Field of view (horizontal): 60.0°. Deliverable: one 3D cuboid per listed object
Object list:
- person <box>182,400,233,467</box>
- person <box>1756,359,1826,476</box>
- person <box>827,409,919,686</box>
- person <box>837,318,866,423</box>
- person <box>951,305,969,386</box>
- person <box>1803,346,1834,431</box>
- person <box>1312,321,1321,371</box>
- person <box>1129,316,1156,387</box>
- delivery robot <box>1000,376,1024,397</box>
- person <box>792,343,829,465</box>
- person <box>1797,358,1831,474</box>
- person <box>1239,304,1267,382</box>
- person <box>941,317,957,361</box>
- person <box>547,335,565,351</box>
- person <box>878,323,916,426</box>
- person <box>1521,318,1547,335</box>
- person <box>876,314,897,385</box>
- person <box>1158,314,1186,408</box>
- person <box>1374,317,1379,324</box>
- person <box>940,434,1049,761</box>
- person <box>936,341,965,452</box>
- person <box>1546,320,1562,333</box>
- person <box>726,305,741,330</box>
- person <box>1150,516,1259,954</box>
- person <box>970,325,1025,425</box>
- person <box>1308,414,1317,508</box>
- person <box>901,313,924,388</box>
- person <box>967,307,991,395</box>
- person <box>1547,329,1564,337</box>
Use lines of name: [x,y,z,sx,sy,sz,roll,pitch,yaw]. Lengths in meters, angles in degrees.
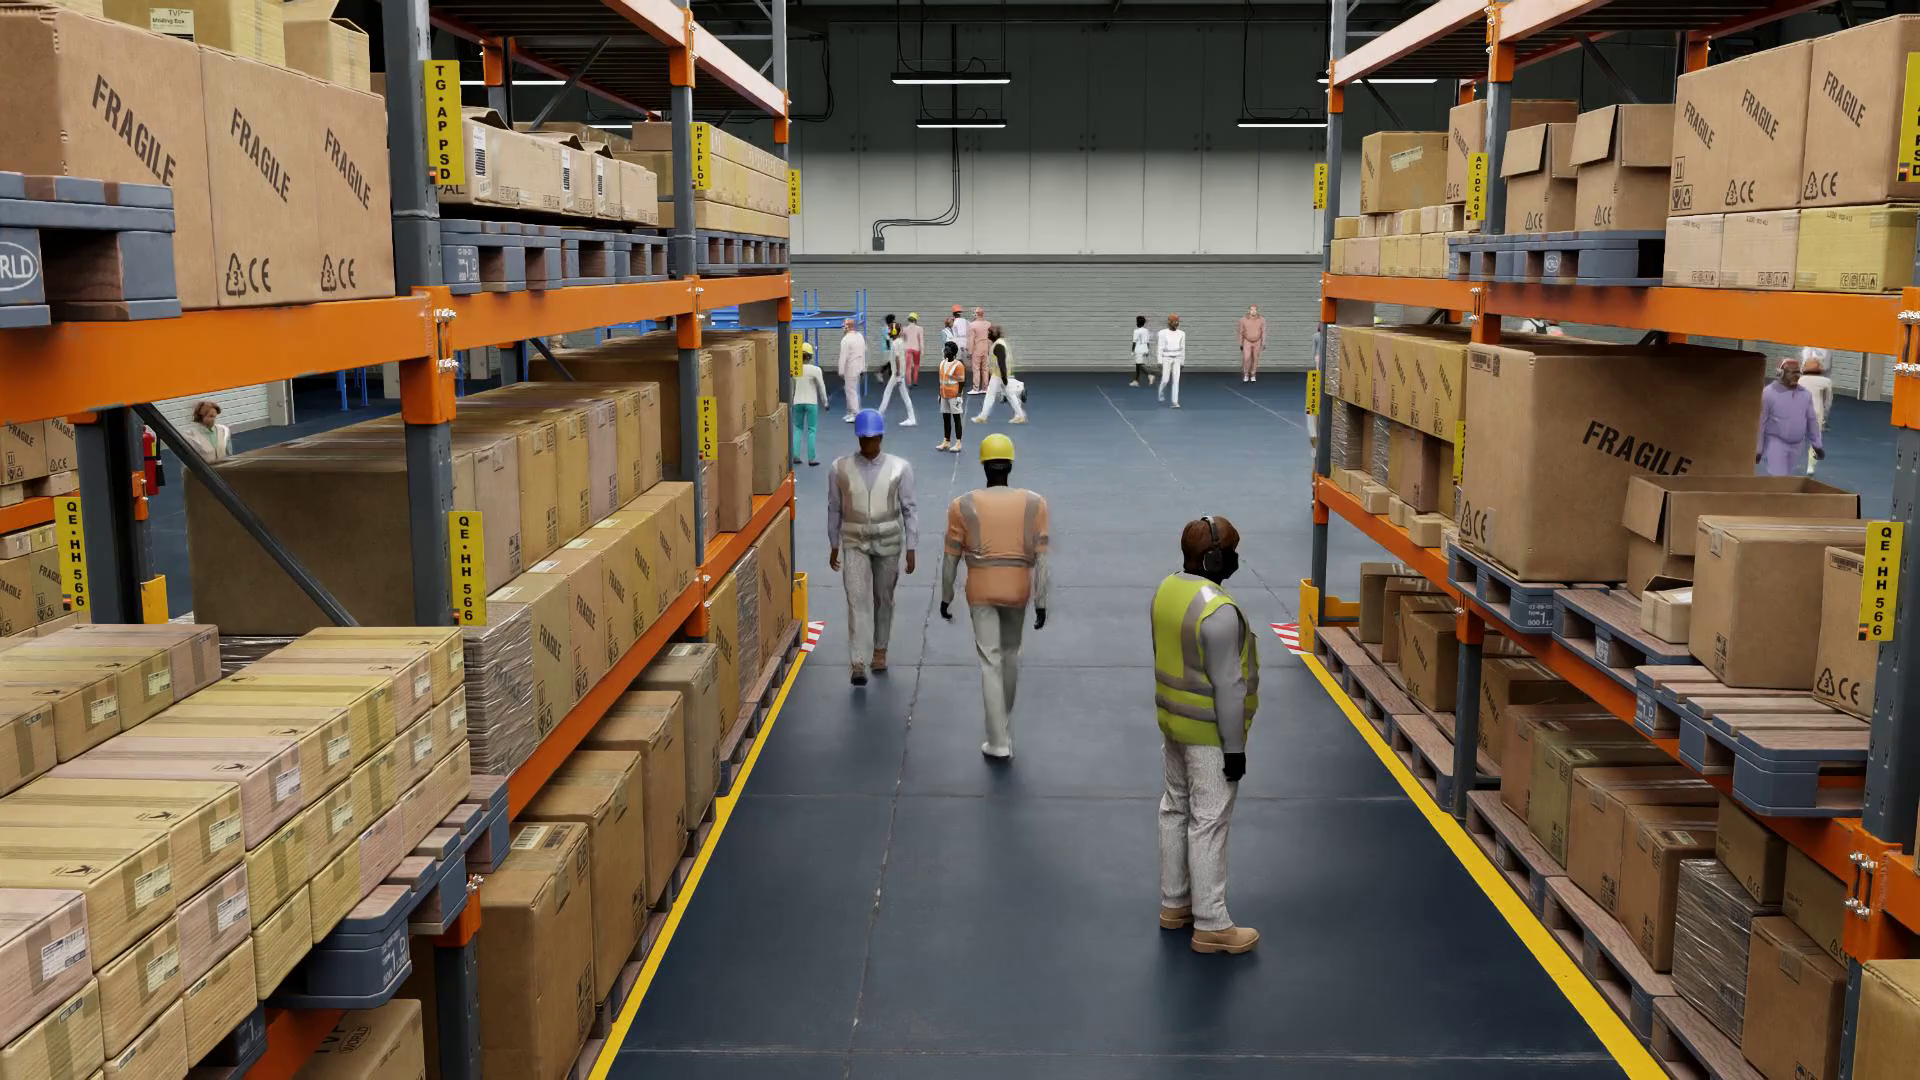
person: [-7.041,-0.513,15.649,0.360,1.617,0.543,6,11,33]
person: [8.880,-0.980,17.731,0.651,1.873,0.839,-2,10,-15]
person: [-0.606,0.037,11.556,0.636,1.891,0.986,0,9,-1]
person: [-2.045,-3.087,30.290,0.659,1.885,0.684,5,11,27]
person: [-0.104,-4.589,39.233,0.558,1.898,0.885,-7,12,-38]
person: [14.776,-2.768,28.595,0.607,1.812,0.565,-1,10,-9]
person: [8.117,-4.116,37.230,0.514,1.615,0.579,3,10,18]
person: [4.271,-4.399,38.802,0.735,1.666,0.528,8,12,39]
delivery robot: [1.085,-3.175,34.652,0.477,0.478,0.707,3,10,17]
person: [-2.199,-1.950,23.886,0.551,1.763,0.358,3,10,20]
person: [11.758,-1.726,23.036,0.507,1.584,0.895,3,10,19]
person: [7.117,-4.766,40.362,0.654,1.877,0.797,0,9,3]
person: [-0.250,-4.293,38.256,0.307,1.641,0.514,5,11,29]
person: [-5.492,-1.839,22.683,0.662,1.928,0.464,2,10,14]
person: [-1.224,-2.949,29.630,0.964,1.824,0.559,2,10,12]
person: [12.828,-4.301,37.237,0.683,2.000,0.942,-9,13,-44]
person: [-1.681,-4.499,39.332,0.478,1.682,0.546,2,10,13]
person: [4.237,-3.601,33.448,0.597,1.864,0.633,-2,10,-11]
person: [8.111,-3.395,32.242,0.599,1.868,0.830,-9,13,-43]
person: [0.193,0.311,9.955,0.616,1.876,0.945,-1,10,-9]
person: [-0.146,-2.219,25.656,0.318,1.700,0.535,-9,13,-42]
person: [14.219,-4.568,39.919,0.279,1.634,0.499,-8,12,-40]
person: [-5.265,-4.643,39.456,0.574,1.932,0.645,1,10,5]
person: [1.050,0.810,7.090,0.429,1.844,0.627,-3,10,-19]
person: [0.720,-2.977,29.961,0.986,1.790,0.609,1,10,6]
person: [4.349,-1.276,19.401,0.622,1.902,0.756,-2,10,-10]
person: [-1.107,-4.405,38.615,0.554,1.729,0.787,1,9,4]
person: [0.404,-4.167,36.695,0.641,1.913,0.407,-9,13,-42]
person: [8.072,-1.846,22.473,0.641,2.014,0.525,7,12,36]
